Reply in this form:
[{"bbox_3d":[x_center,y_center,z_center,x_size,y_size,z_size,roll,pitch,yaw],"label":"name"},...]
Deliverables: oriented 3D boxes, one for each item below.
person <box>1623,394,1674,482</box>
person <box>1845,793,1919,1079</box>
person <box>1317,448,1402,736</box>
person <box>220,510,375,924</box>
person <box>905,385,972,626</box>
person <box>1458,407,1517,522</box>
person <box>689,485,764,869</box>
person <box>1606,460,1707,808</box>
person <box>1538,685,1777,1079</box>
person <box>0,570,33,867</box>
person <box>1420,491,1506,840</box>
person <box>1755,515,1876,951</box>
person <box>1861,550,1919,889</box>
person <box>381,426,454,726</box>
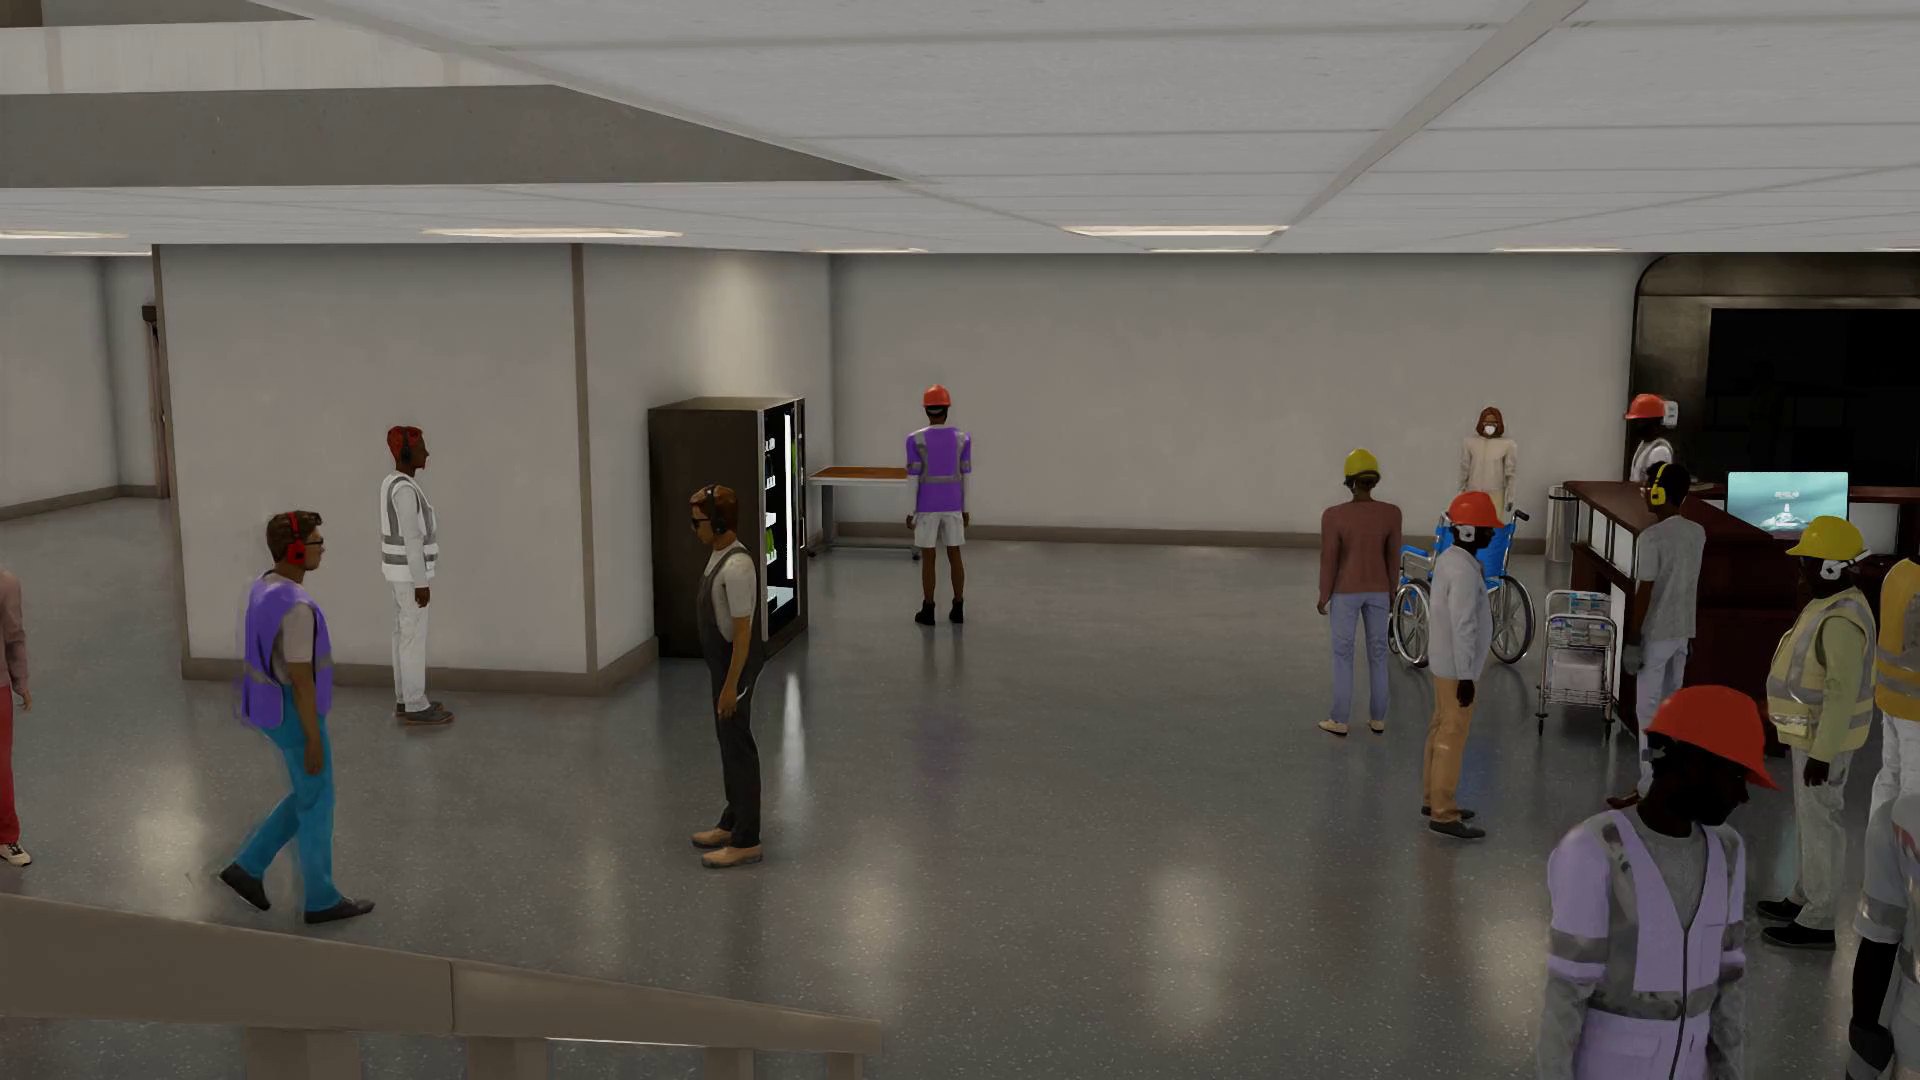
[{"bbox_3d":[5.123,-0.150,12.636,0.610,1.918,0.582,1,9,8],"label":"person"},{"bbox_3d":[2.440,1.243,3.956,0.613,1.952,0.386,7,11,36],"label":"person"},{"bbox_3d":[2.442,0.322,10.201,0.525,1.772,0.304,-2,9,-11],"label":"person"},{"bbox_3d":[-2.874,0.780,7.164,0.503,1.834,0.584,-6,11,-35],"label":"person"},{"bbox_3d":[-0.183,-0.277,13.389,0.548,1.931,0.381,-3,10,-16],"label":"person"},{"bbox_3d":[4.776,-0.398,15.091,0.506,1.628,0.287,5,10,28],"label":"person"},{"bbox_3d":[-1.118,0.646,7.974,0.343,1.839,0.506,-2,10,-15],"label":"person"},{"bbox_3d":[3.665,0.517,8.715,0.505,1.864,0.333,-6,11,-33],"label":"person"},{"bbox_3d":[1.600,1.273,4.020,0.602,1.887,0.449,-3,10,-18],"label":"person"},{"bbox_3d":[-4.660,0.712,7.823,0.523,1.760,0.327,-8,12,-39],"label":"person"},{"bbox_3d":[2.545,0.617,8.420,0.342,1.748,0.573,1,9,9],"label":"person"},{"bbox_3d":[3.611,0.805,7.017,0.404,1.832,0.596,4,10,23],"label":"person"},{"bbox_3d":[4.276,0.755,7.341,0.429,1.838,0.631,1,9,9],"label":"person"},{"bbox_3d":[-3.440,0.223,10.455,0.355,1.882,0.576,-5,10,-27],"label":"person"}]
